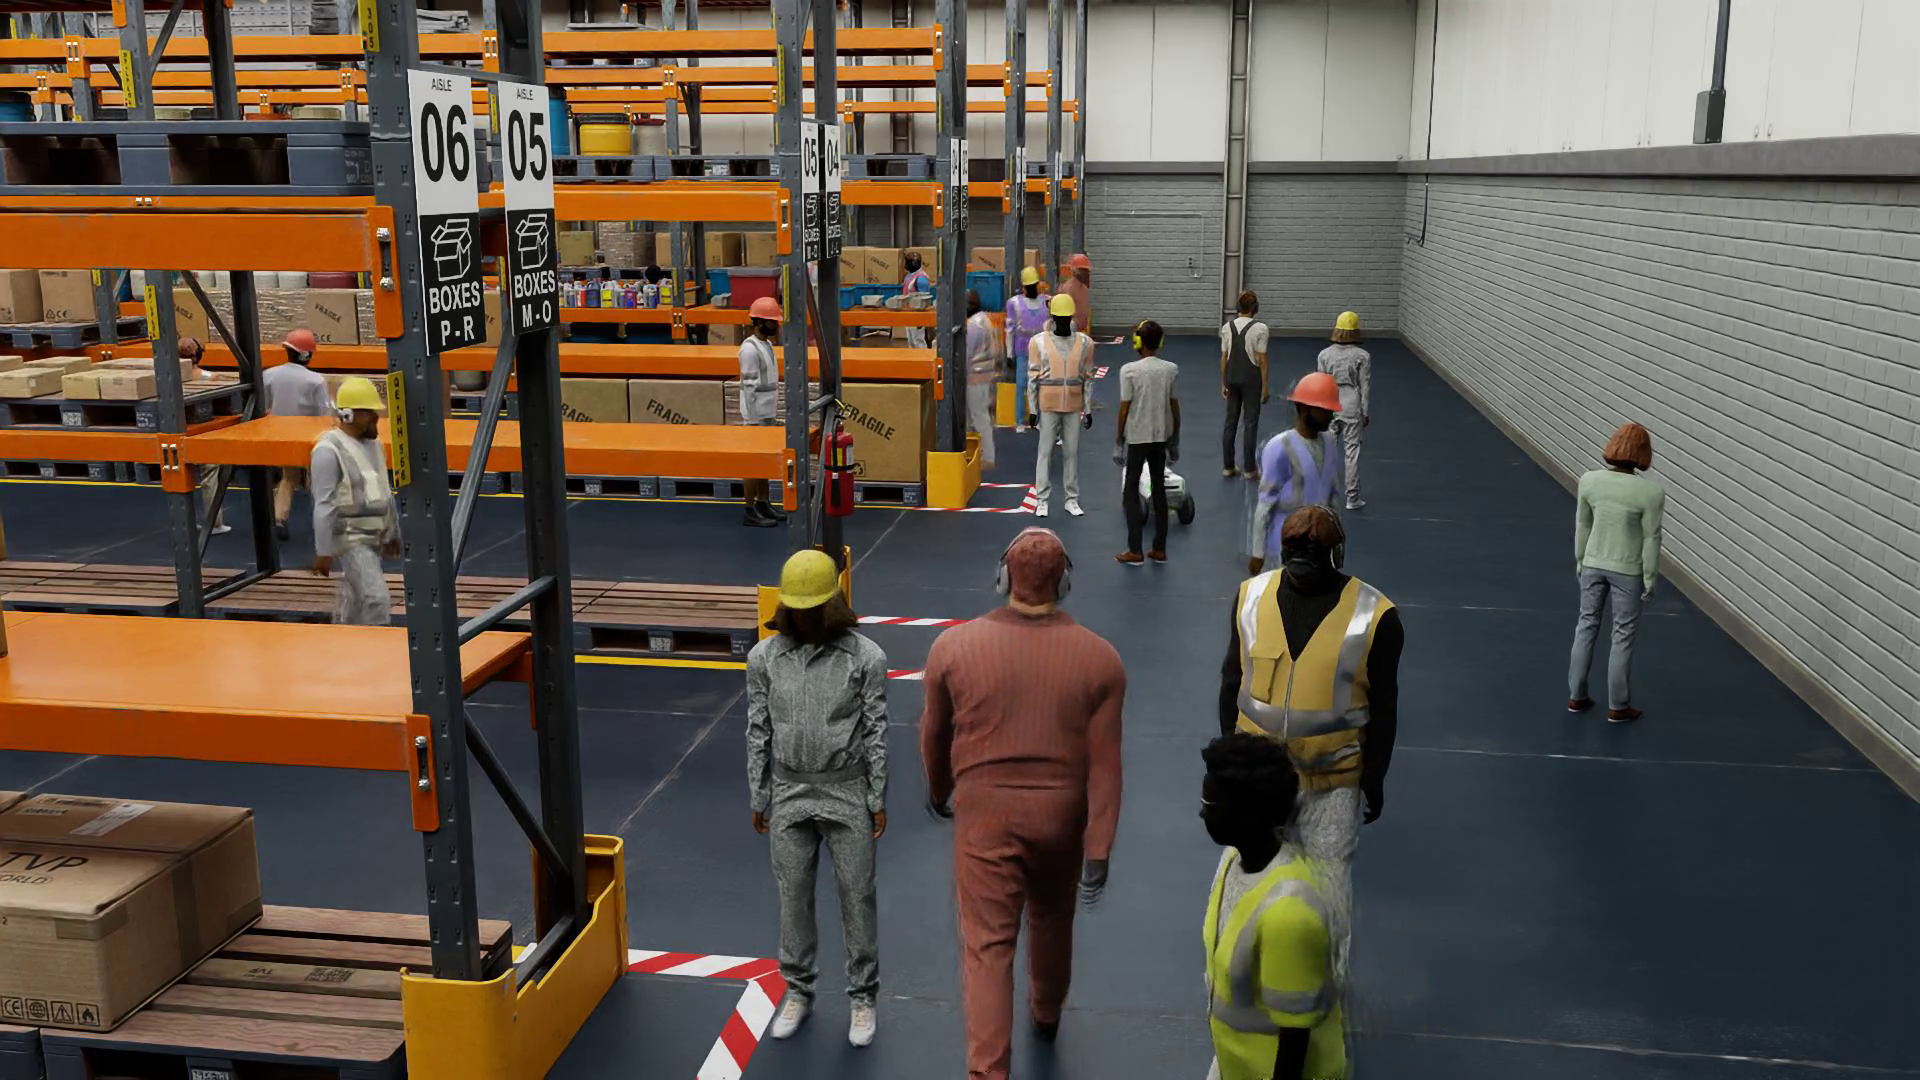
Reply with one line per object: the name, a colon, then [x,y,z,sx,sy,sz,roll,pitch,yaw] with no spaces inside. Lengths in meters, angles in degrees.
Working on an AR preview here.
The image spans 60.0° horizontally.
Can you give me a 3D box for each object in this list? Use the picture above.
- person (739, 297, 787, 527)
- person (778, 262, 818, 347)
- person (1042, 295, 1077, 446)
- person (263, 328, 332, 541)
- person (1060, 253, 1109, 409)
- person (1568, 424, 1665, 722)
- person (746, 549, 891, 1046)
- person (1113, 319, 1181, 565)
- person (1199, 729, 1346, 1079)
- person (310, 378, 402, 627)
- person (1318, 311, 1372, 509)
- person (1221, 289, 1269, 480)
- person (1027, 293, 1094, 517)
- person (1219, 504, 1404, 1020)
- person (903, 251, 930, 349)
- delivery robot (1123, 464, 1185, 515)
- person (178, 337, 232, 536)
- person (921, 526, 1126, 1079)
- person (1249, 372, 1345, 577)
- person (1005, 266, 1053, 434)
person: [-1.643,-1.070,13.967,0.388,1.929,0.544,3,13,13]
person: [-2.284,-3.200,23.318,0.846,2.000,0.632,-8,15,-33]
person: [1.079,-1.855,18.183,0.311,1.632,0.526,-10,16,-38]
person: [-5.264,-0.827,13.290,0.601,1.730,0.565,3,13,12]
person: [1.394,-2.638,21.006,1.031,1.957,0.605,9,16,36]
person: [3.560,0.175,9.028,0.284,1.625,0.491,-10,16,-38]
person: [-0.479,0.873,5.637,0.491,1.735,0.326,1,13,6]
person: [1.438,-0.736,12.619,0.519,1.855,0.355,-5,14,-23]
person: [0.783,1.268,4.016,0.619,1.674,0.556,-2,13,-9]
person: [-3.325,-0.016,9.468,0.712,1.804,0.626,2,13,9]
person: [3.397,-1.146,14.723,0.487,1.744,0.294,7,14,28]
person: [2.754,-1.496,16.096,0.506,1.839,0.343,10,16,38]
person: [0.873,-1.158,14.359,0.587,1.928,0.363,-2,13,-10]
person: [1.187,0.783,5.793,0.621,1.845,0.429,6,14,26]
person: [-0.655,-3.171,23.641,0.429,1.842,0.636,-4,13,-18]
delivery robot: [1.654,-0.480,14.209,0.477,0.478,0.707,-3,13,-14]
person: [-6.257,-0.844,13.621,0.509,1.629,0.314,1,13,5]
person: [0.195,0.885,5.325,0.635,1.855,1.023,0,12,-1]
person: [1.890,-0.013,9.325,0.544,1.879,1.011,-11,17,-42]
person: [0.818,-2.148,18.923,0.617,1.910,0.468,-2,13,-7]
